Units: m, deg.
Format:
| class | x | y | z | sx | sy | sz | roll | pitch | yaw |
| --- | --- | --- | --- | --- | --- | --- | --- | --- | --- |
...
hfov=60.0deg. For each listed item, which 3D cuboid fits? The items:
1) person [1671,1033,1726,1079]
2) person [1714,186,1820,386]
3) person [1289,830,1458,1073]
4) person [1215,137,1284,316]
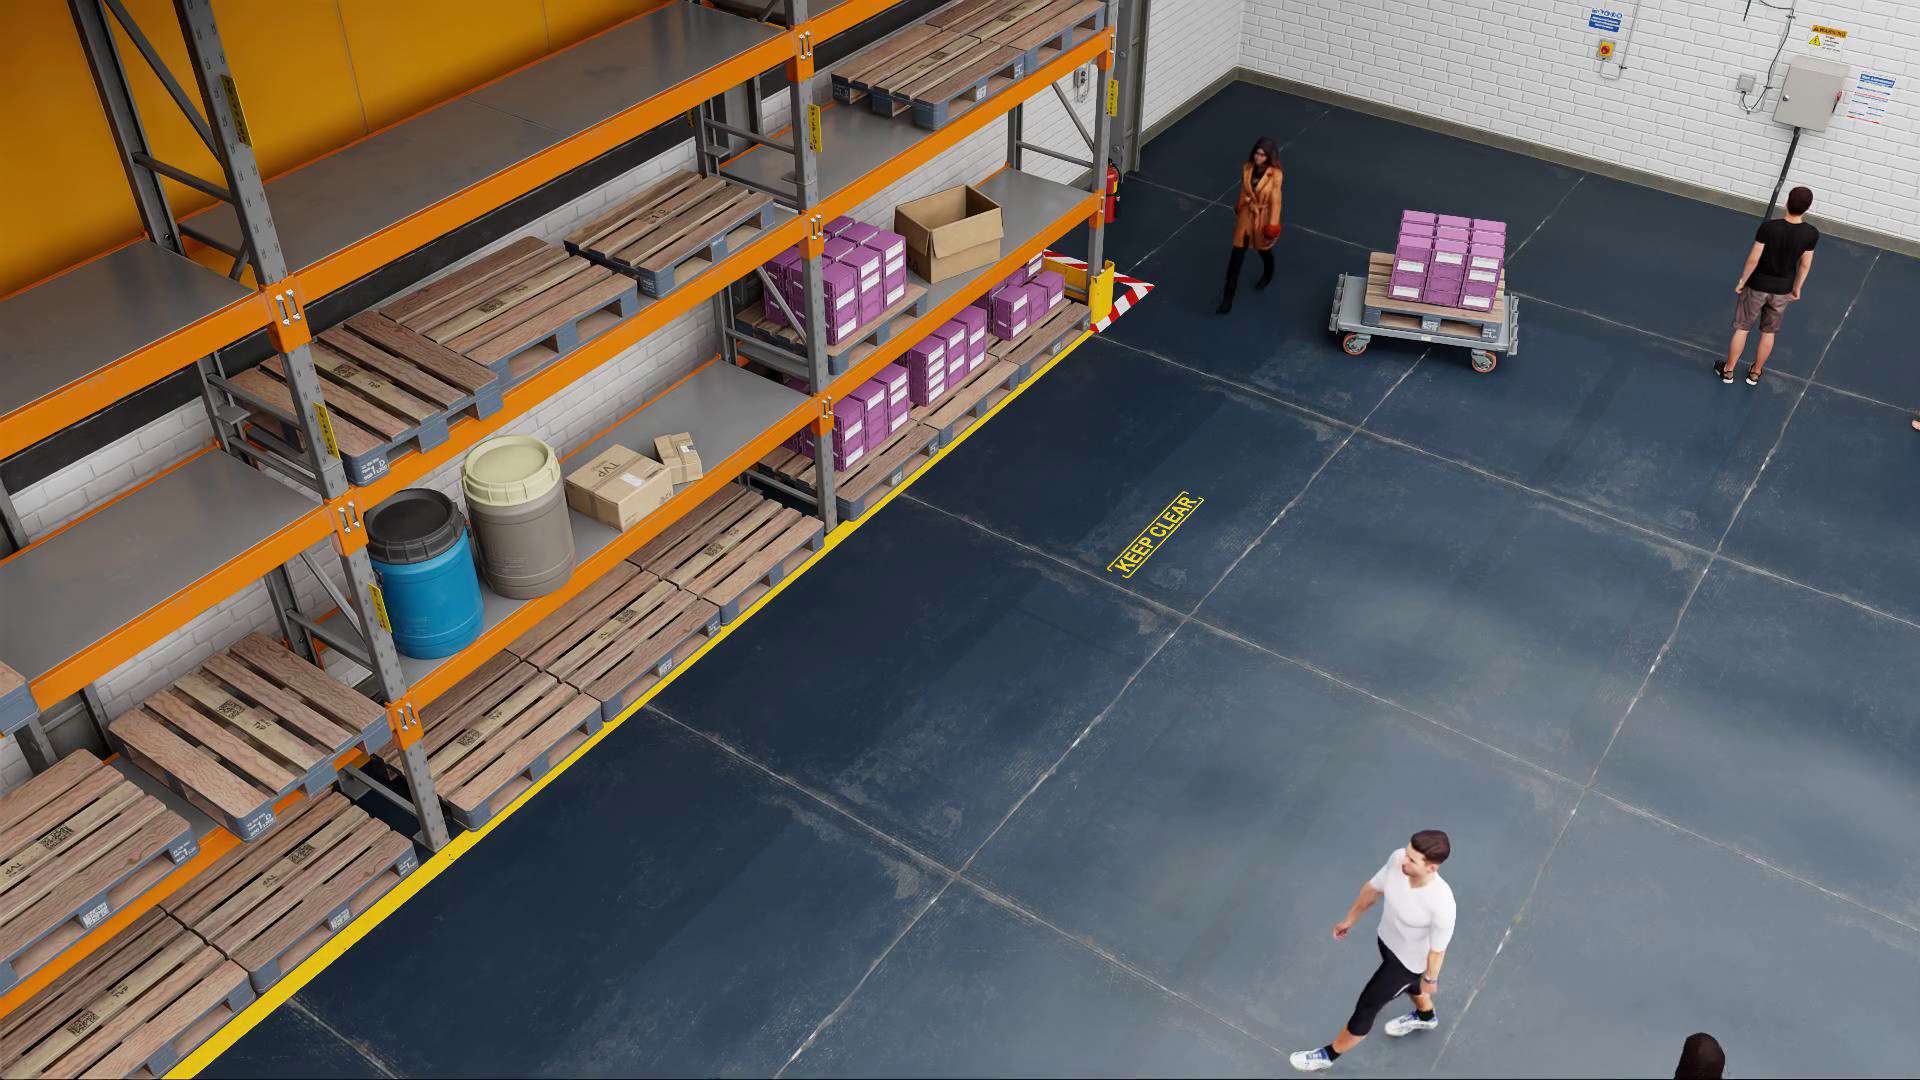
| class | x | y | z | sx | sy | sz | roll | pitch | yaw |
| --- | --- | --- | --- | --- | --- | --- | --- | --- | --- |
| person | 3.381 | 3.000 | 7.988 | 0.742 | 1.678 | 0.800 | 3 | 39 | 4 |
| person | 6.971 | -2.189 | 14.339 | 0.766 | 1.861 | 0.720 | 8 | 39 | 10 |
| person | 2.452 | 2.166 | 8.929 | 1.291 | 1.808 | 1.169 | -9 | 40 | -12 |
| person | 2.798 | -2.950 | 15.447 | 0.721 | 1.666 | 1.186 | 27 | 46 | 30 |
